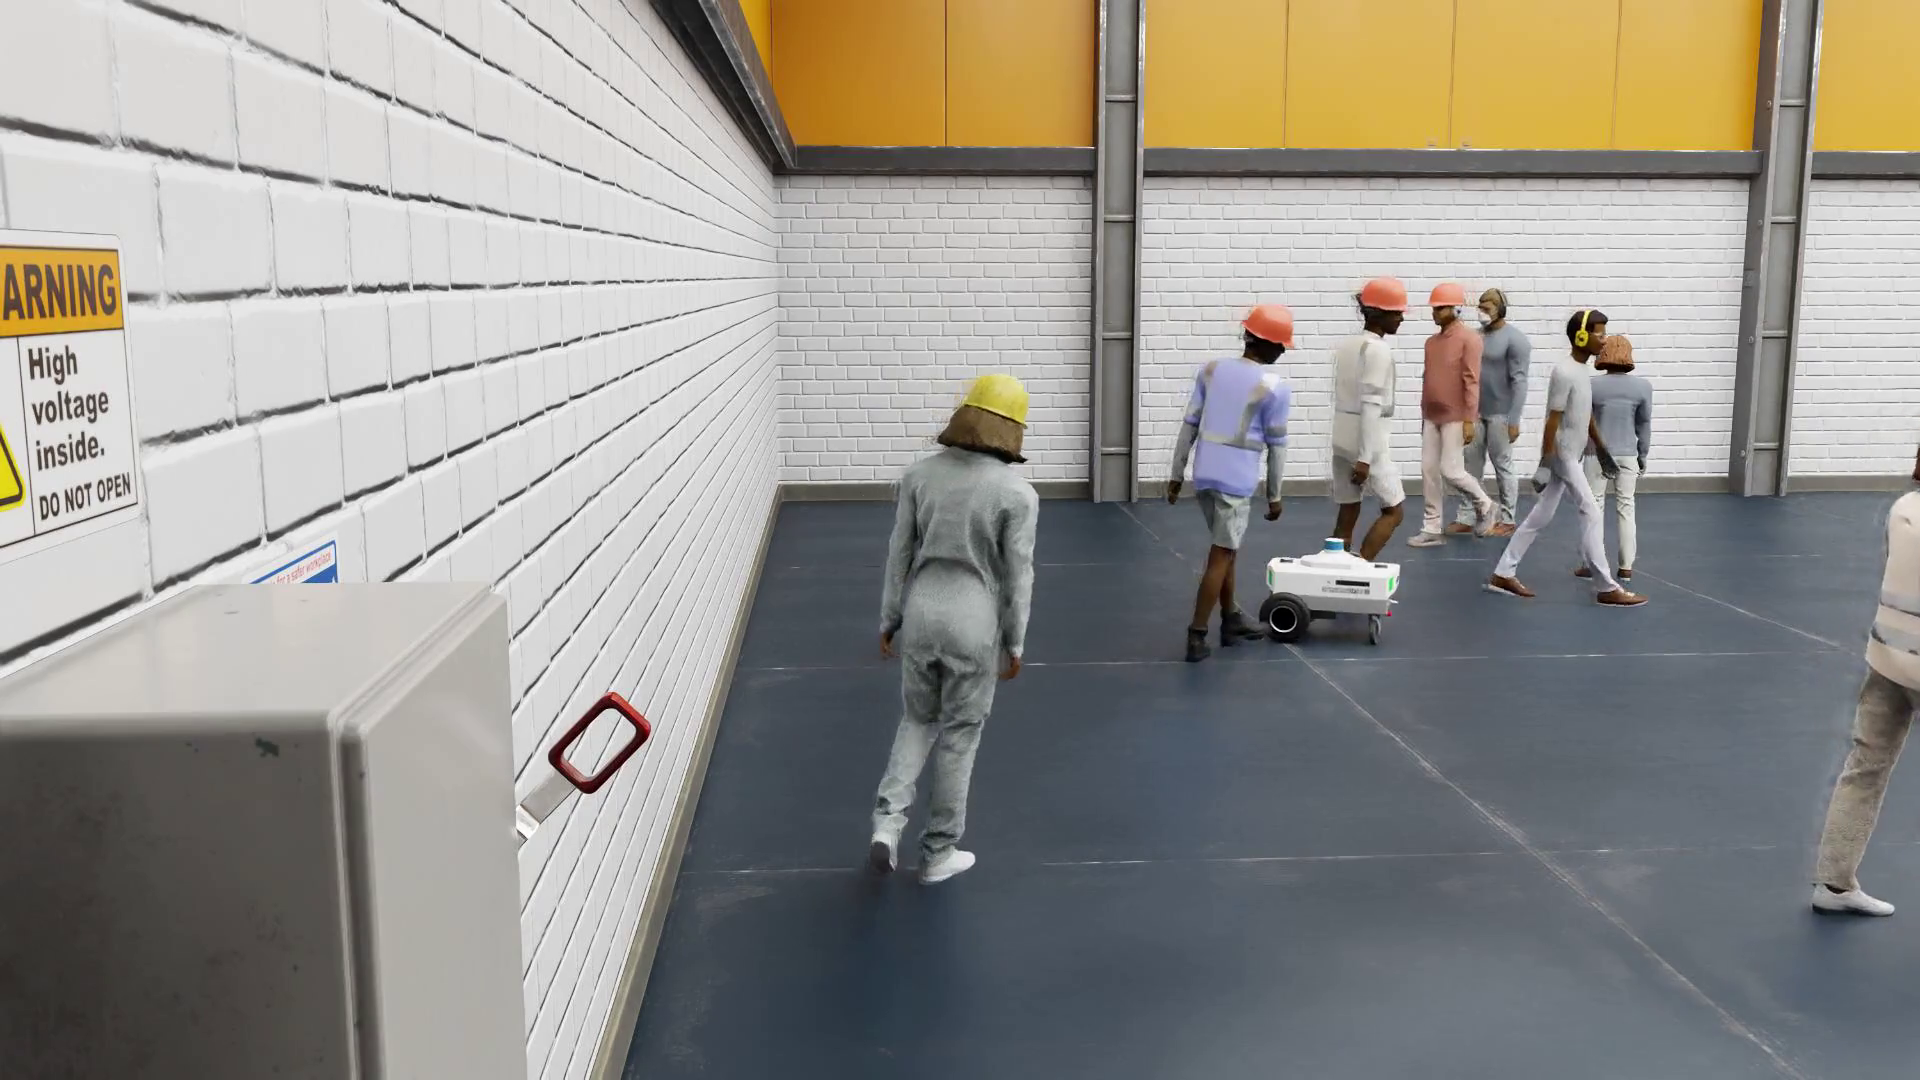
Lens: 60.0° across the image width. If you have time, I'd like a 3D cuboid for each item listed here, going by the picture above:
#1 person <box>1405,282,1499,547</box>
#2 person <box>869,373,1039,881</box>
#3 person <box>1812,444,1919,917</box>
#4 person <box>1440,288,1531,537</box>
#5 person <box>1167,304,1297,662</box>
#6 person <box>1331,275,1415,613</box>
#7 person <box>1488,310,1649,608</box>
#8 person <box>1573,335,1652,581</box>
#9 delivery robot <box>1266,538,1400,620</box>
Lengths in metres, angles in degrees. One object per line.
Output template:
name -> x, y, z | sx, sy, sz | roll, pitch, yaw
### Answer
person -> 3.673, -0.925, 12.378 | 0.628, 1.974, 0.629 | -4, 10, -22
person -> -0.008, 0.306, 5.489 | 0.544, 1.699, 0.513 | 4, 10, 25
person -> 3.086, 0.411, 5.128 | 0.824, 1.595, 0.545 | 0, 9, 2
person -> 4.078, -0.967, 12.821 | 0.498, 1.937, 0.649 | -5, 10, -27
person -> 1.477, -0.304, 8.800 | 0.773, 1.871, 0.629 | -8, 12, -39
person -> 2.418, -0.544, 9.846 | 0.526, 2.021, 0.577 | -3, 10, -20
person -> 3.757, -0.505, 10.267 | 0.957, 1.817, 0.483 | 4, 10, 25
person -> 4.301, -0.538, 11.016 | 0.515, 1.633, 0.273 | 0, 9, 2
delivery robot -> 2.075, 0.234, 9.244 | 0.707, 0.478, 0.477 | 3, 10, 19
